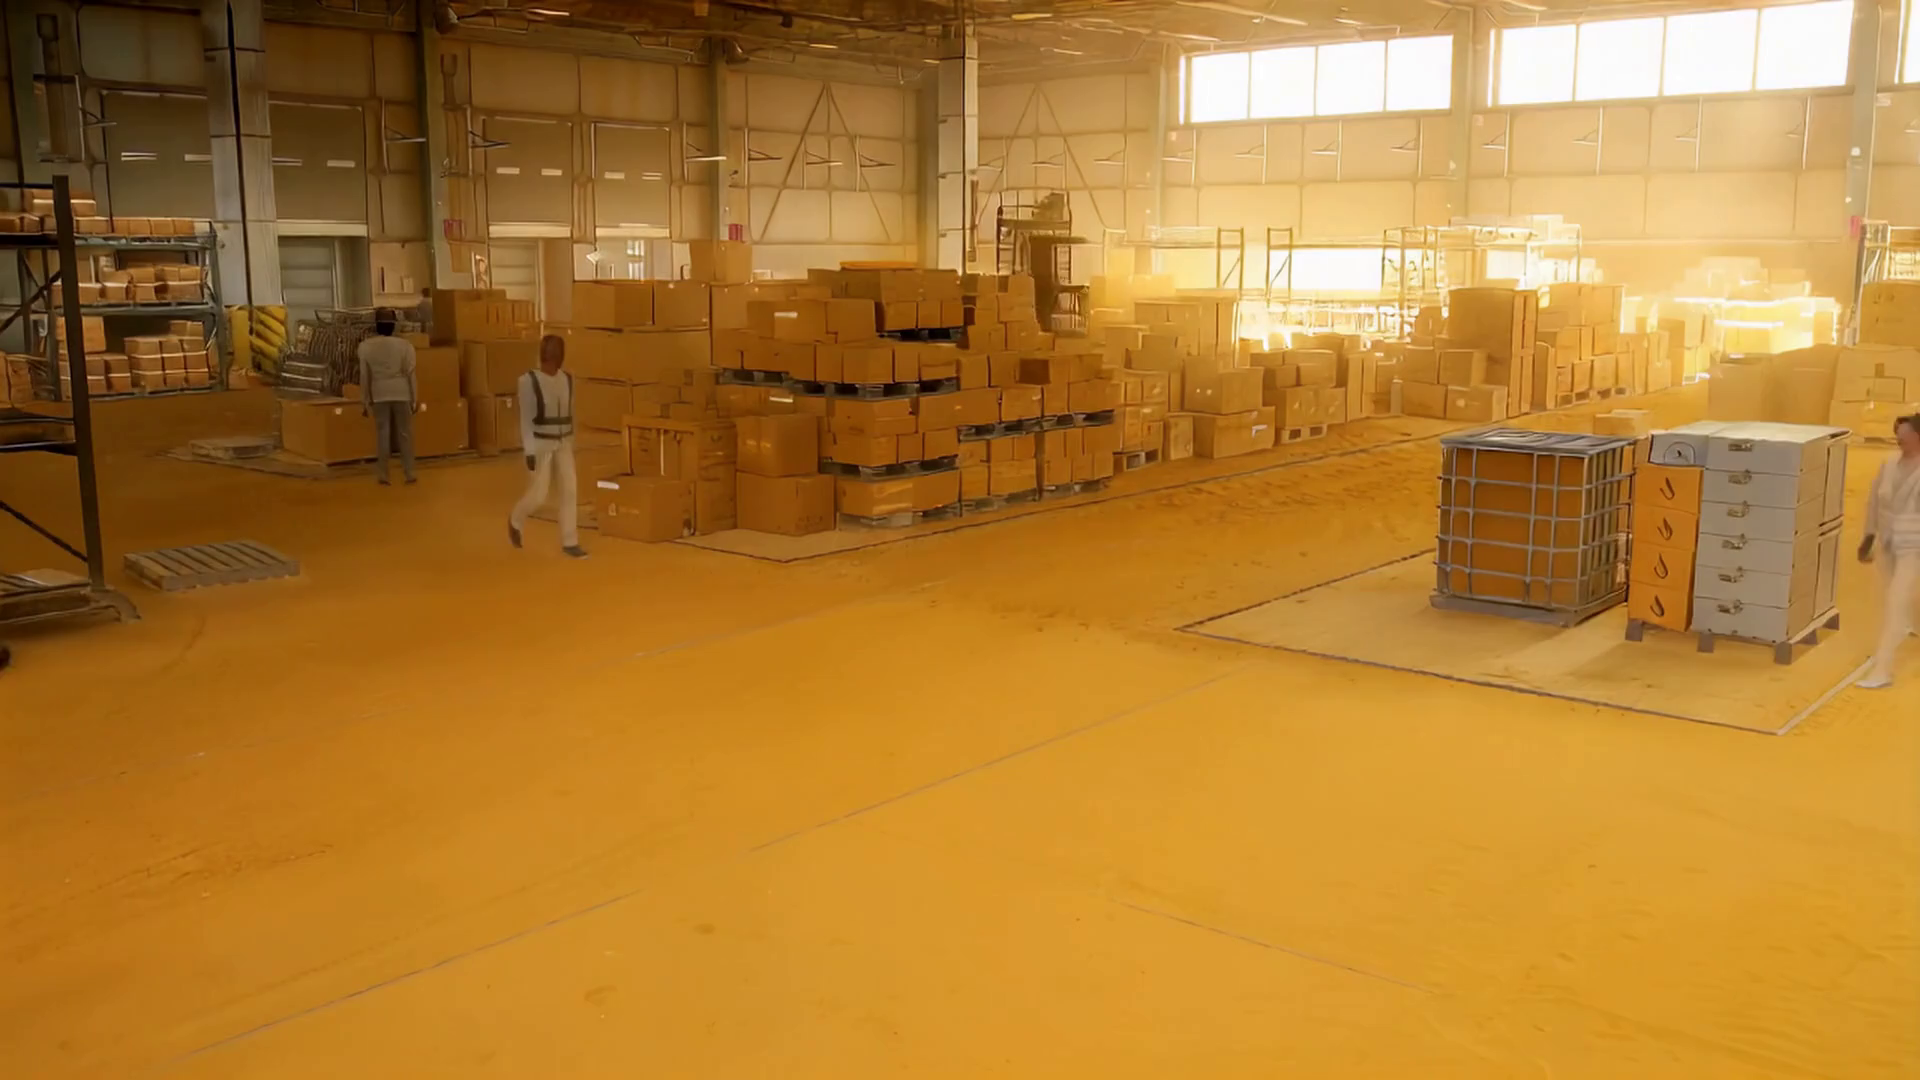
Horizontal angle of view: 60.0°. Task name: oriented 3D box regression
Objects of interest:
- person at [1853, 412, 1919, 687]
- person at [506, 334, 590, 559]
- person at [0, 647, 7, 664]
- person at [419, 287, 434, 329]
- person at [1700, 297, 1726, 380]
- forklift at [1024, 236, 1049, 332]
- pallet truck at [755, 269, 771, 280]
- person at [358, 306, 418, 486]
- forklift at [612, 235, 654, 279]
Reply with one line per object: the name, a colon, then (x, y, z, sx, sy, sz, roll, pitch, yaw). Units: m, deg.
person: (5.594, 0.044, 9.732, 0.740, 1.609, 0.522, -3, 10, -16)
person: (-3.428, -0.771, 13.709, 0.780, 1.857, 0.584, 8, 13, 38)
person: (-6.094, -0.043, 9.531, 0.603, 1.874, 1.018, 9, 13, 41)
person: (-12.047, -4.874, 37.531, 0.553, 1.683, 0.548, -10, 14, -44)
person: (14.536, -3.937, 32.453, 0.516, 1.599, 0.835, -6, 12, -31)
forklift: (1.828, -5.663, 38.637, 1.873, 2.768, 1.129, 2, 10, 12)
pallet truck: (-4.996, -6.432, 45.525, 1.885, 1.965, 0.823, -6, 12, -32)
person: (-6.126, -1.539, 17.866, 0.588, 1.928, 0.383, -3, 10, -17)
forklift: (-7.300, -5.450, 37.421, 1.873, 2.768, 1.129, 8, 13, 40)
